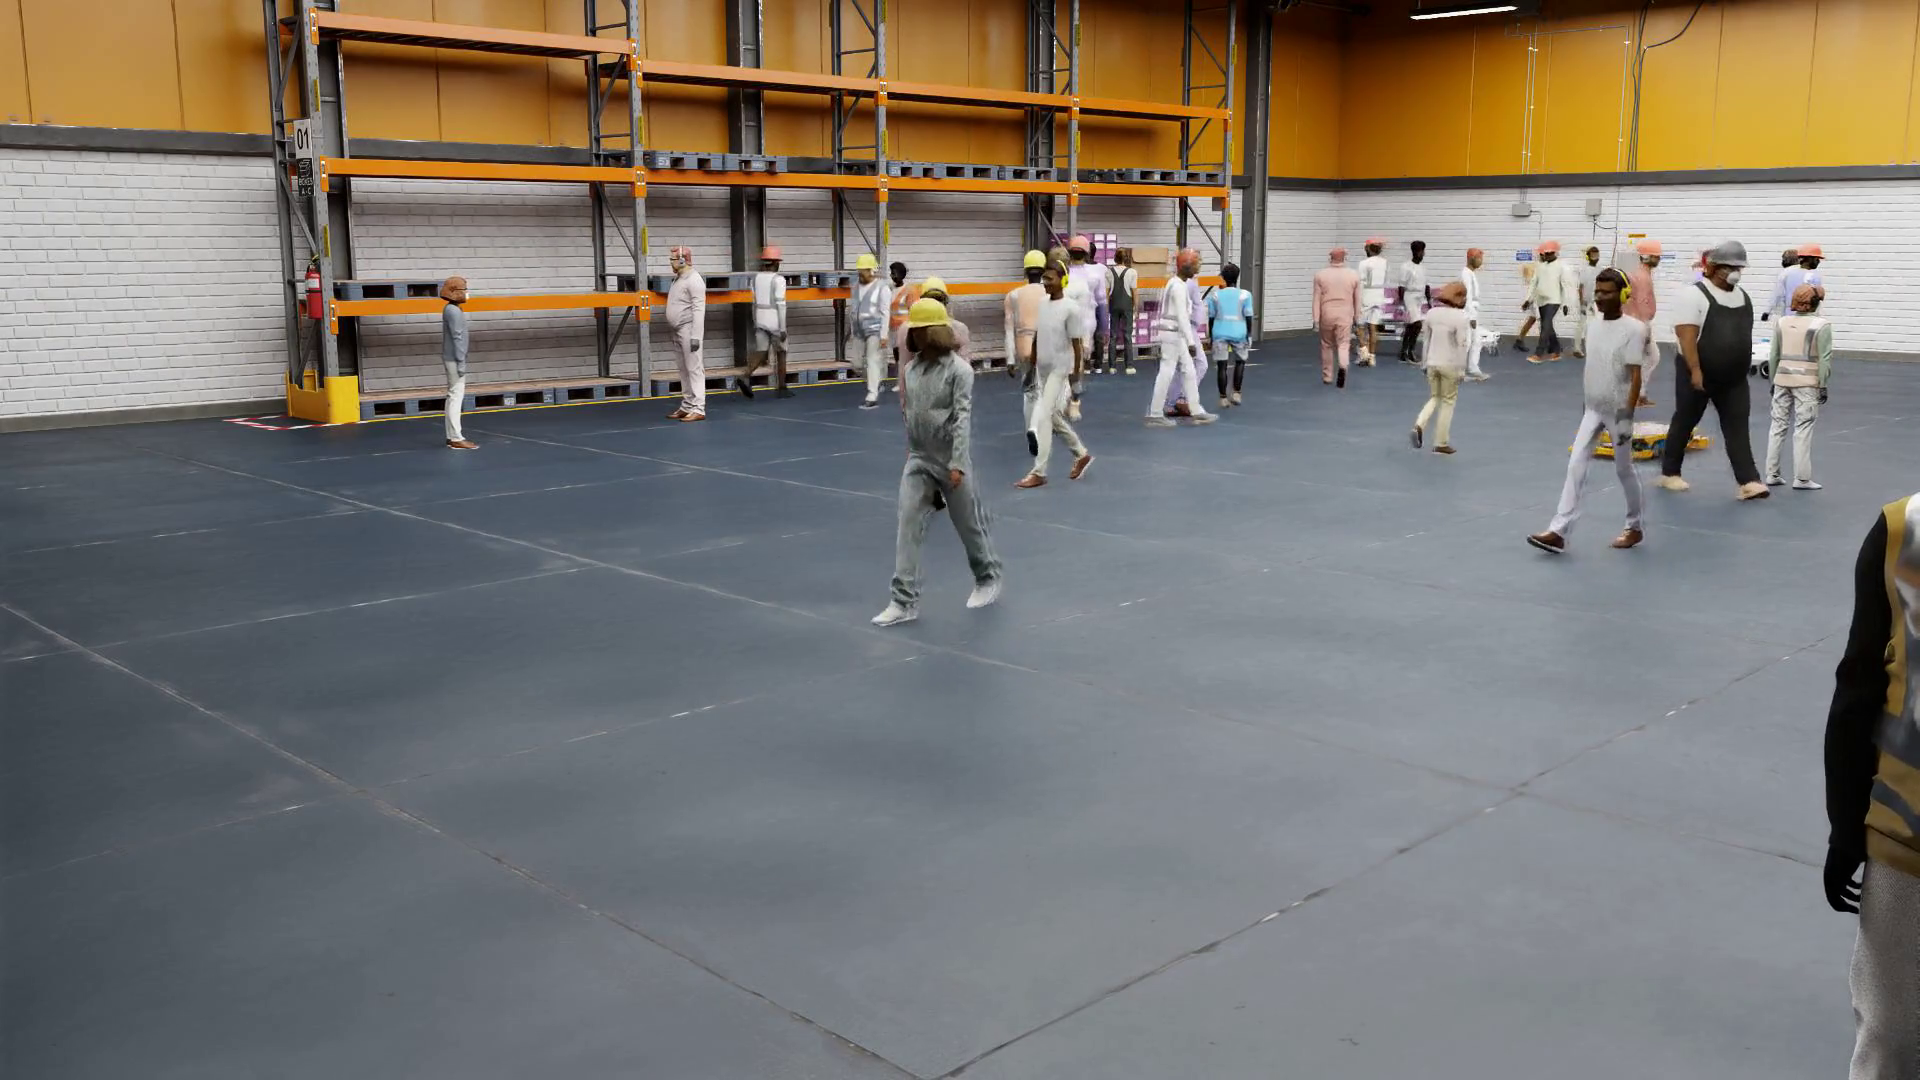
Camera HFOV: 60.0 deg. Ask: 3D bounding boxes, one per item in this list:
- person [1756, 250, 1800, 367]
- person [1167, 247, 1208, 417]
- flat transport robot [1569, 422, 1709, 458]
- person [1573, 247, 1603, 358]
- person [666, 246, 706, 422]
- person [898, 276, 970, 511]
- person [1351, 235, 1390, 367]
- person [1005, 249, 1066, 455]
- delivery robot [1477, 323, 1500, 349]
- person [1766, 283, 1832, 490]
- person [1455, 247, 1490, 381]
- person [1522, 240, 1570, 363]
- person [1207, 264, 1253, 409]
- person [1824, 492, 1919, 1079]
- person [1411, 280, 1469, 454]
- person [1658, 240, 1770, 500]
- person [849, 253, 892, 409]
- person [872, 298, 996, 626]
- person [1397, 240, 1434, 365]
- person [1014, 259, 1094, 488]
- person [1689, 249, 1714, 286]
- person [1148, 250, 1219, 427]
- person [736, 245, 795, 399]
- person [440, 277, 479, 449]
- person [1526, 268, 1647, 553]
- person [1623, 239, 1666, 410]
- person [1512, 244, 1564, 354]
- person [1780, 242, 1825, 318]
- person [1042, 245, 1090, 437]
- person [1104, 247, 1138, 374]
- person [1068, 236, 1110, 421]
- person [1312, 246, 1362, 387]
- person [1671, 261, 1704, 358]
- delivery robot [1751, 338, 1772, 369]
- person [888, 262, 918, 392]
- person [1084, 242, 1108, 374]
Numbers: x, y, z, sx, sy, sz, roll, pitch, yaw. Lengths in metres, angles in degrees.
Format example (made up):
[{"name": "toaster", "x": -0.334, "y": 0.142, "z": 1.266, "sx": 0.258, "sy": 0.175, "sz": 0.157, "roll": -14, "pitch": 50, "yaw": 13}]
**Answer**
[{"name": "person", "x": 12.080, "y": -3.361, "z": 24.511, "sx": 0.642, "sy": 1.798, "sz": 0.912, "roll": -7, "pitch": 13, "yaw": -35}, {"name": "person", "x": 2.545, "y": -2.291, "z": 18.443, "sx": 0.524, "sy": 1.886, "sz": 0.675, "roll": 1, "pitch": 10, "yaw": 6}, {"name": "flat transport robot", "x": 6.349, "y": -0.943, "z": 15.515, "sx": 1.431, "sy": 0.197, "sz": 0.652, "roll": -9, "pitch": 14, "yaw": -41}, {"name": "person", "x": 10.387, "y": -3.853, "z": 27.152, "sx": 0.526, "sy": 1.821, "sz": 0.927, "roll": -5, "pitch": 11, "yaw": -24}, {"name": "person", "x": -3.005, "y": -2.246, "z": 18.171, "sx": 0.401, "sy": 1.905, "sz": 0.642, "roll": -6, "pitch": 12, "yaw": -28}, {"name": "person", "x": -0.178, "y": -1.057, "z": 12.146, "sx": 0.537, "sy": 1.732, "sz": 0.676, "roll": -1, "pitch": 10, "yaw": -8}, {"name": "person", "x": 6.323, "y": -3.678, "z": 25.671, "sx": 0.617, "sy": 2.014, "sz": 0.452, "roll": -5, "pitch": 12, "yaw": -26}, {"name": "person", "x": 0.689, "y": -1.740, "z": 15.439, "sx": 0.578, "sy": 1.902, "sz": 0.875, "roll": 3, "pitch": 11, "yaw": 16}, {"name": "delivery robot", "x": 8.657, "y": -3.397, "z": 27.867, "sx": 0.707, "sy": 0.478, "sz": 0.477, "roll": 6, "pitch": 12, "yaw": 31}, {"name": "person", "x": 6.707, "y": -1.224, "z": 13.311, "sx": 0.314, "sy": 1.640, "sz": 0.516, "roll": -5, "pitch": 12, "yaw": -26}, {"name": "person", "x": 7.060, "y": -3.122, "z": 23.061, "sx": 0.440, "sy": 1.873, "sz": 0.610, "roll": 4, "pitch": 11, "yaw": 23}, {"name": "person", "x": 9.434, "y": -3.820, "z": 26.667, "sx": 0.993, "sy": 1.947, "sz": 0.617, "roll": -6, "pitch": 12, "yaw": -30}, {"name": "person", "x": 3.181, "y": -2.394, "z": 19.557, "sx": 0.557, "sy": 1.674, "sz": 0.593, "roll": 3, "pitch": 11, "yaw": 17}, {"name": "person", "x": 1.866, "y": 0.578, "z": 2.955, "sx": 0.621, "sy": 1.838, "sz": 0.429, "roll": 6, "pitch": 12, "yaw": 31}, {"name": "person", "x": 4.445, "y": -1.583, "z": 15.329, "sx": 0.411, "sy": 1.614, "sz": 0.517, "roll": -7, "pitch": 12, "yaw": -32}, {"name": "person", "x": 5.863, "y": -1.345, "z": 12.879, "sx": 0.693, "sy": 2.000, "sz": 0.996, "roll": -2, "pitch": 11, "yaw": -12}, {"name": "person", "x": -1.057, "y": -2.437, "z": 19.458, "sx": 0.594, "sy": 1.817, "sz": 0.448, "roll": 8, "pitch": 13, "yaw": 36}, {"name": "person", "x": -0.099, "y": -0.431, "z": 8.822, "sx": 0.495, "sy": 1.705, "sz": 0.881, "roll": 7, "pitch": 13, "yaw": 35}, {"name": "person", "x": 7.184, "y": -3.722, "z": 26.104, "sx": 0.648, "sy": 1.937, "sz": 0.632, "roll": 10, "pitch": 14, "yaw": 42}, {"name": "person", "x": 0.784, "y": -1.362, "z": 13.538, "sx": 0.875, "sy": 1.837, "sz": 0.532, "roll": -6, "pitch": 12, "yaw": -31}, {"name": "person", "x": 10.810, "y": -3.277, "z": 24.015, "sx": 0.595, "sy": 1.819, "sz": 0.723, "roll": -4, "pitch": 11, "yaw": -19}, {"name": "person", "x": 2.393, "y": -2.108, "z": 17.517, "sx": 0.831, "sy": 1.854, "sz": 0.587, "roll": 1, "pitch": 10, "yaw": 8}, {"name": "person", "x": -2.413, "y": -2.656, "z": 20.432, "sx": 0.553, "sy": 1.910, "sz": 0.834, "roll": 7, "pitch": 13, "yaw": 35}, {"name": "person", "x": -4.786, "y": -1.683, "z": 15.830, "sx": 0.280, "sy": 1.632, "sz": 0.501, "roll": -4, "pitch": 11, "yaw": -23}, {"name": "person", "x": 4.092, "y": -0.808, "z": 10.568, "sx": 0.994, "sy": 1.813, "sz": 0.553, "roll": -6, "pitch": 12, "yaw": -28}, {"name": "person", "x": 7.933, "y": -2.485, "z": 19.278, "sx": 0.599, "sy": 1.969, "sz": 0.649, "roll": 4, "pitch": 11, "yaw": 23}, {"name": "person", "x": 9.972, "y": -4.144, "z": 28.598, "sx": 0.574, "sy": 1.883, "sz": 1.027, "roll": -7, "pitch": 13, "yaw": -34}, {"name": "person", "x": 10.131, "y": -2.603, "z": 20.028, "sx": 0.376, "sy": 1.934, "sz": 0.547, "roll": -3, "pitch": 11, "yaw": -17}, {"name": "person", "x": 0.965, "y": -1.961, "z": 16.552, "sx": 0.642, "sy": 1.927, "sz": 0.647, "roll": 4, "pitch": 11, "yaw": 21}, {"name": "person", "x": 2.354, "y": -3.342, "z": 24.300, "sx": 0.506, "sy": 1.847, "sz": 0.343, "roll": 3, "pitch": 11, "yaw": 18}, {"name": "person", "x": 1.350, "y": -2.349, "z": 18.446, "sx": 0.634, "sy": 2.001, "sz": 0.976, "roll": 3, "pitch": 11, "yaw": 18}, {"name": "person", "x": 5.051, "y": -2.991, "z": 22.299, "sx": 0.650, "sy": 1.882, "sz": 0.820, "roll": 2, "pitch": 11, "yaw": 10}, {"name": "person", "x": 11.824, "y": -3.661, "z": 26.697, "sx": 0.517, "sy": 1.588, "sz": 0.768, "roll": -6, "pitch": 12, "yaw": -30}, {"name": "delivery robot", "x": 11.456, "y": -2.627, "z": 23.667, "sx": 0.477, "sy": 0.478, "sz": 0.707, "roll": -5, "pitch": 12, "yaw": -28}, {"name": "person", "x": -0.781, "y": -2.723, "z": 21.379, "sx": 0.548, "sy": 1.686, "sz": 0.395, "roll": 9, "pitch": 14, "yaw": 42}, {"name": "person", "x": 1.907, "y": -3.397, "z": 24.405, "sx": 0.590, "sy": 1.919, "sz": 0.392, "roll": -8, "pitch": 13, "yaw": -37}]
